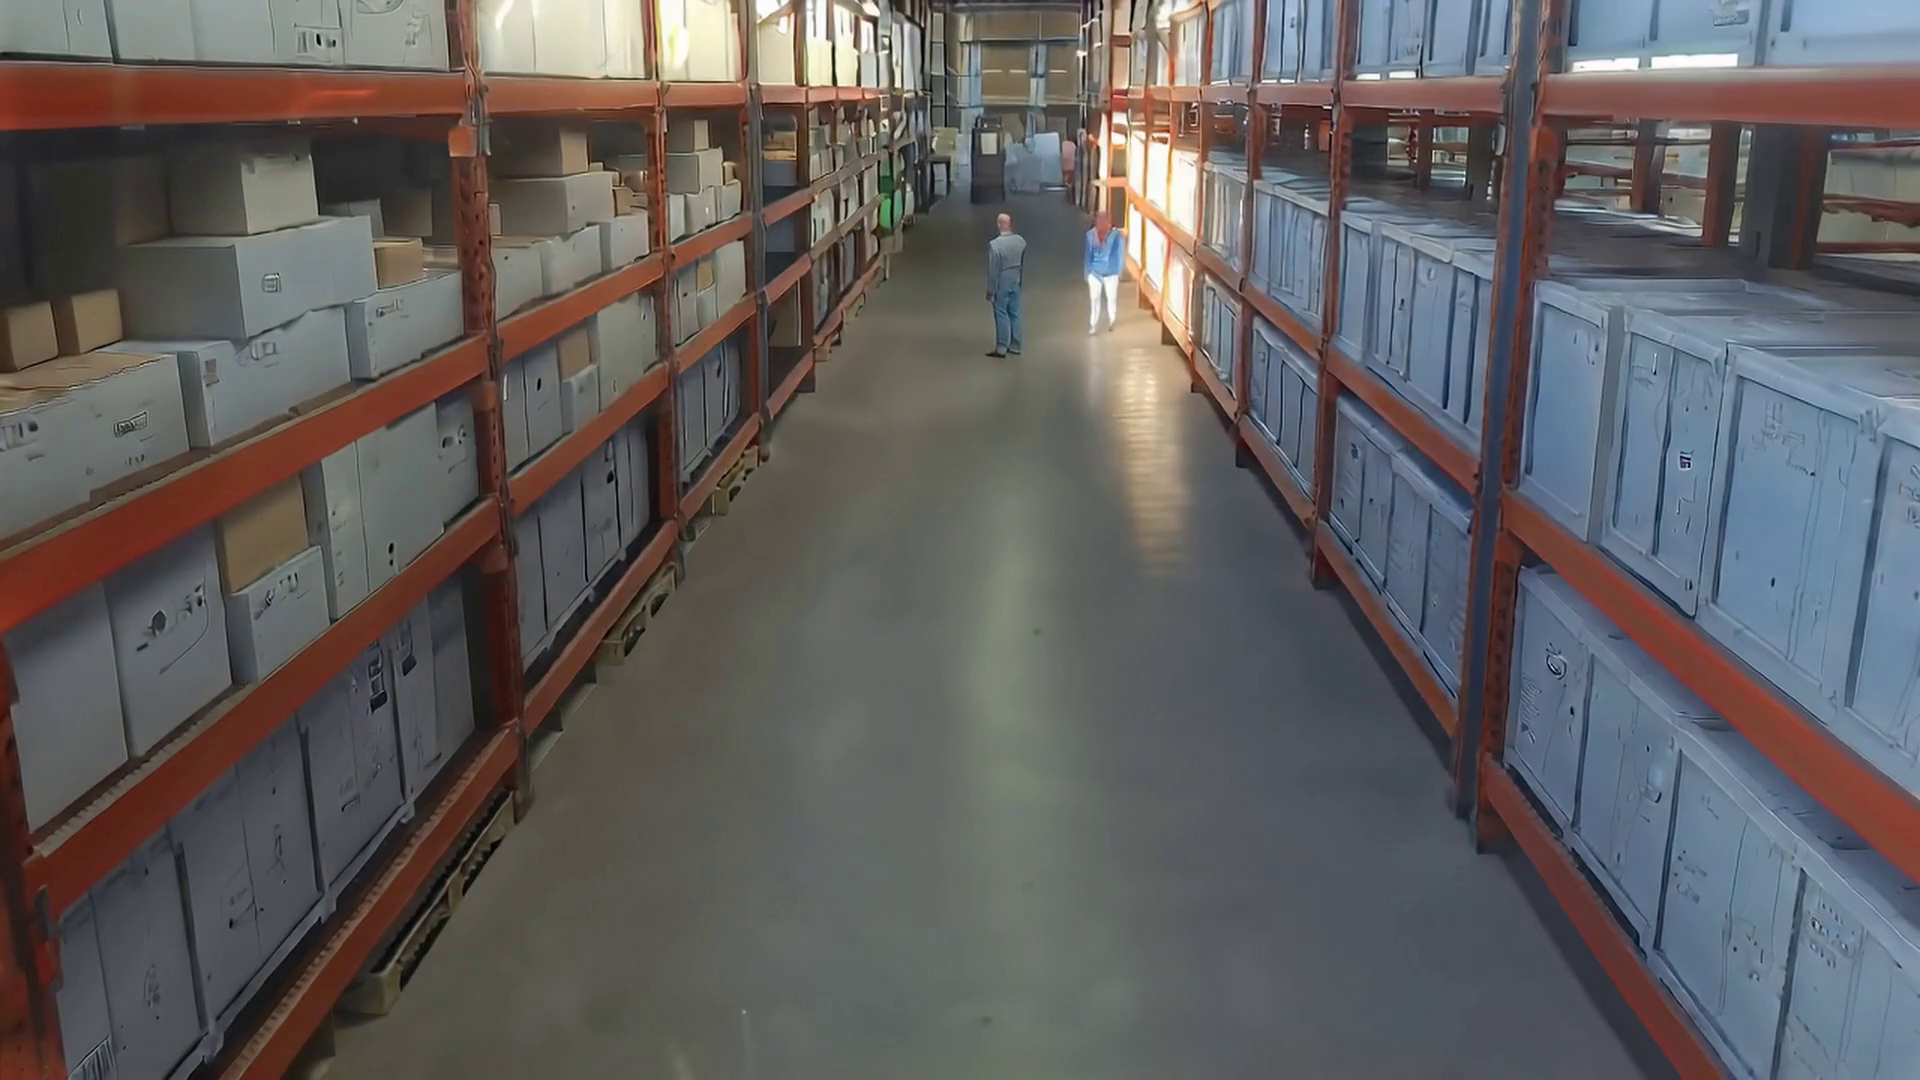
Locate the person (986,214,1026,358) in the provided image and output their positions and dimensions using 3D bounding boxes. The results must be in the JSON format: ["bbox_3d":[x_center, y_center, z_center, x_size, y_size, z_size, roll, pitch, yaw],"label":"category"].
[{"bbox_3d":[0.586,-3.404,22.306,0.643,1.908,0.399,-13,20,-40],"label":"person"}]

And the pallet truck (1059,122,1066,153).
[{"bbox_3d":[5.788,-21.111,88.014,1.885,1.965,0.823,5,16,18],"label":"pallet truck"}]

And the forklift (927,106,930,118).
[{"bbox_3d":[-1.931,-21.332,87.160,1.129,2.768,1.873,0,15,2],"label":"forklift"}]

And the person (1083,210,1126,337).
[{"bbox_3d":[2.088,-3.881,24.229,0.619,1.836,0.431,5,16,17],"label":"person"}]

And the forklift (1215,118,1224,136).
[{"bbox_3d":[6.583,-9.616,43.570,1.873,2.768,1.129,-2,15,-7],"label":"forklift"}]

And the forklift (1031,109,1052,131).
[{"bbox_3d":[3.436,-16.837,70.436,1.129,2.768,1.873,0,15,2],"label":"forklift"}]

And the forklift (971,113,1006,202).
[{"bbox_3d":[0.933,-12.502,54.307,1.129,2.768,1.873,0,15,2],"label":"forklift"}]

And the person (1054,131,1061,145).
[{"bbox_3d":[4.820,-19.554,82.870,0.879,1.643,0.551,-13,20,-40],"label":"person"}]

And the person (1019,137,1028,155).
[{"bbox_3d":[2.373,-14.476,63.620,0.429,1.846,0.625,-6,16,-20],"label":"person"}]
